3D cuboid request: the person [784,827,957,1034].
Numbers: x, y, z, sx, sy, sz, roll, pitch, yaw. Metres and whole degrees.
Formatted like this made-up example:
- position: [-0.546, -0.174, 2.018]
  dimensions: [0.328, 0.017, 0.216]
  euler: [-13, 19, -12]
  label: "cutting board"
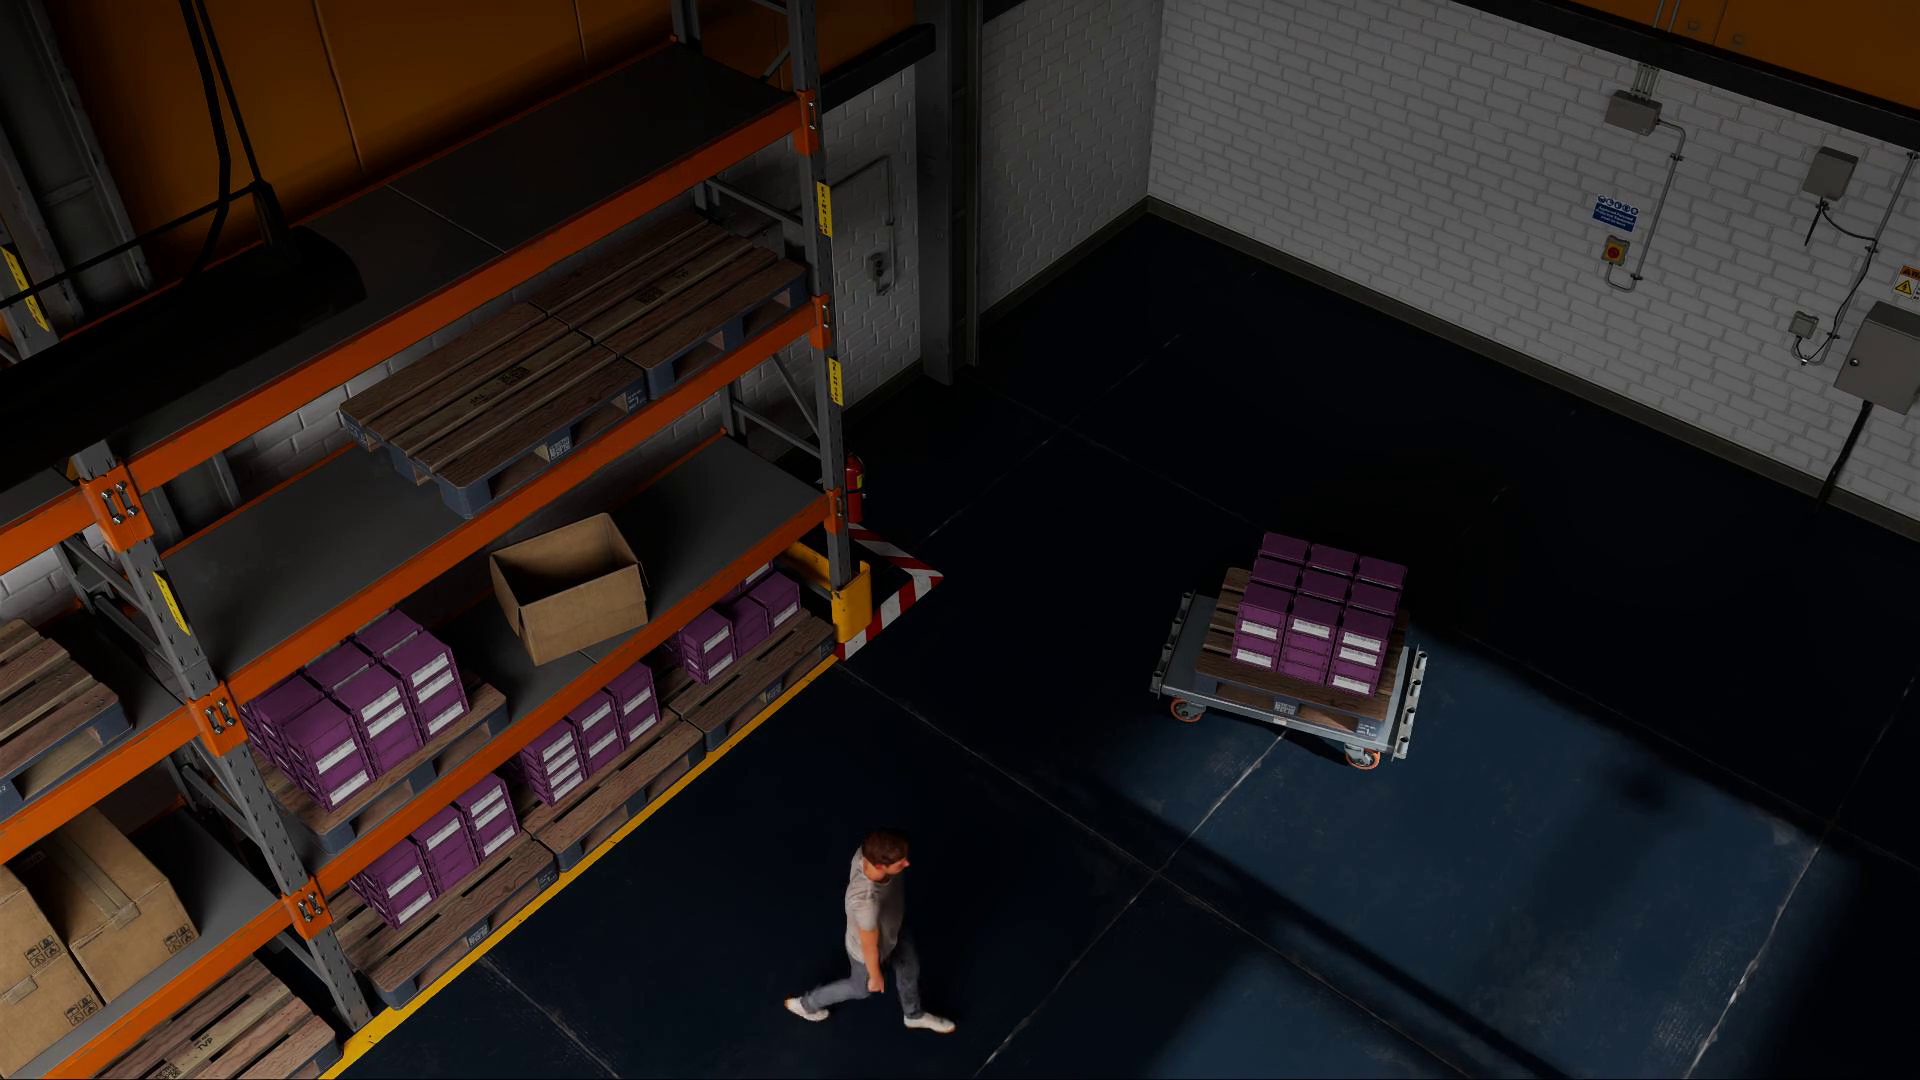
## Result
- position: [-0.536, 2.073, 8.675]
  dimensions: [1.137, 1.847, 1.228]
  euler: [6, 44, 6]
  label: "person"
